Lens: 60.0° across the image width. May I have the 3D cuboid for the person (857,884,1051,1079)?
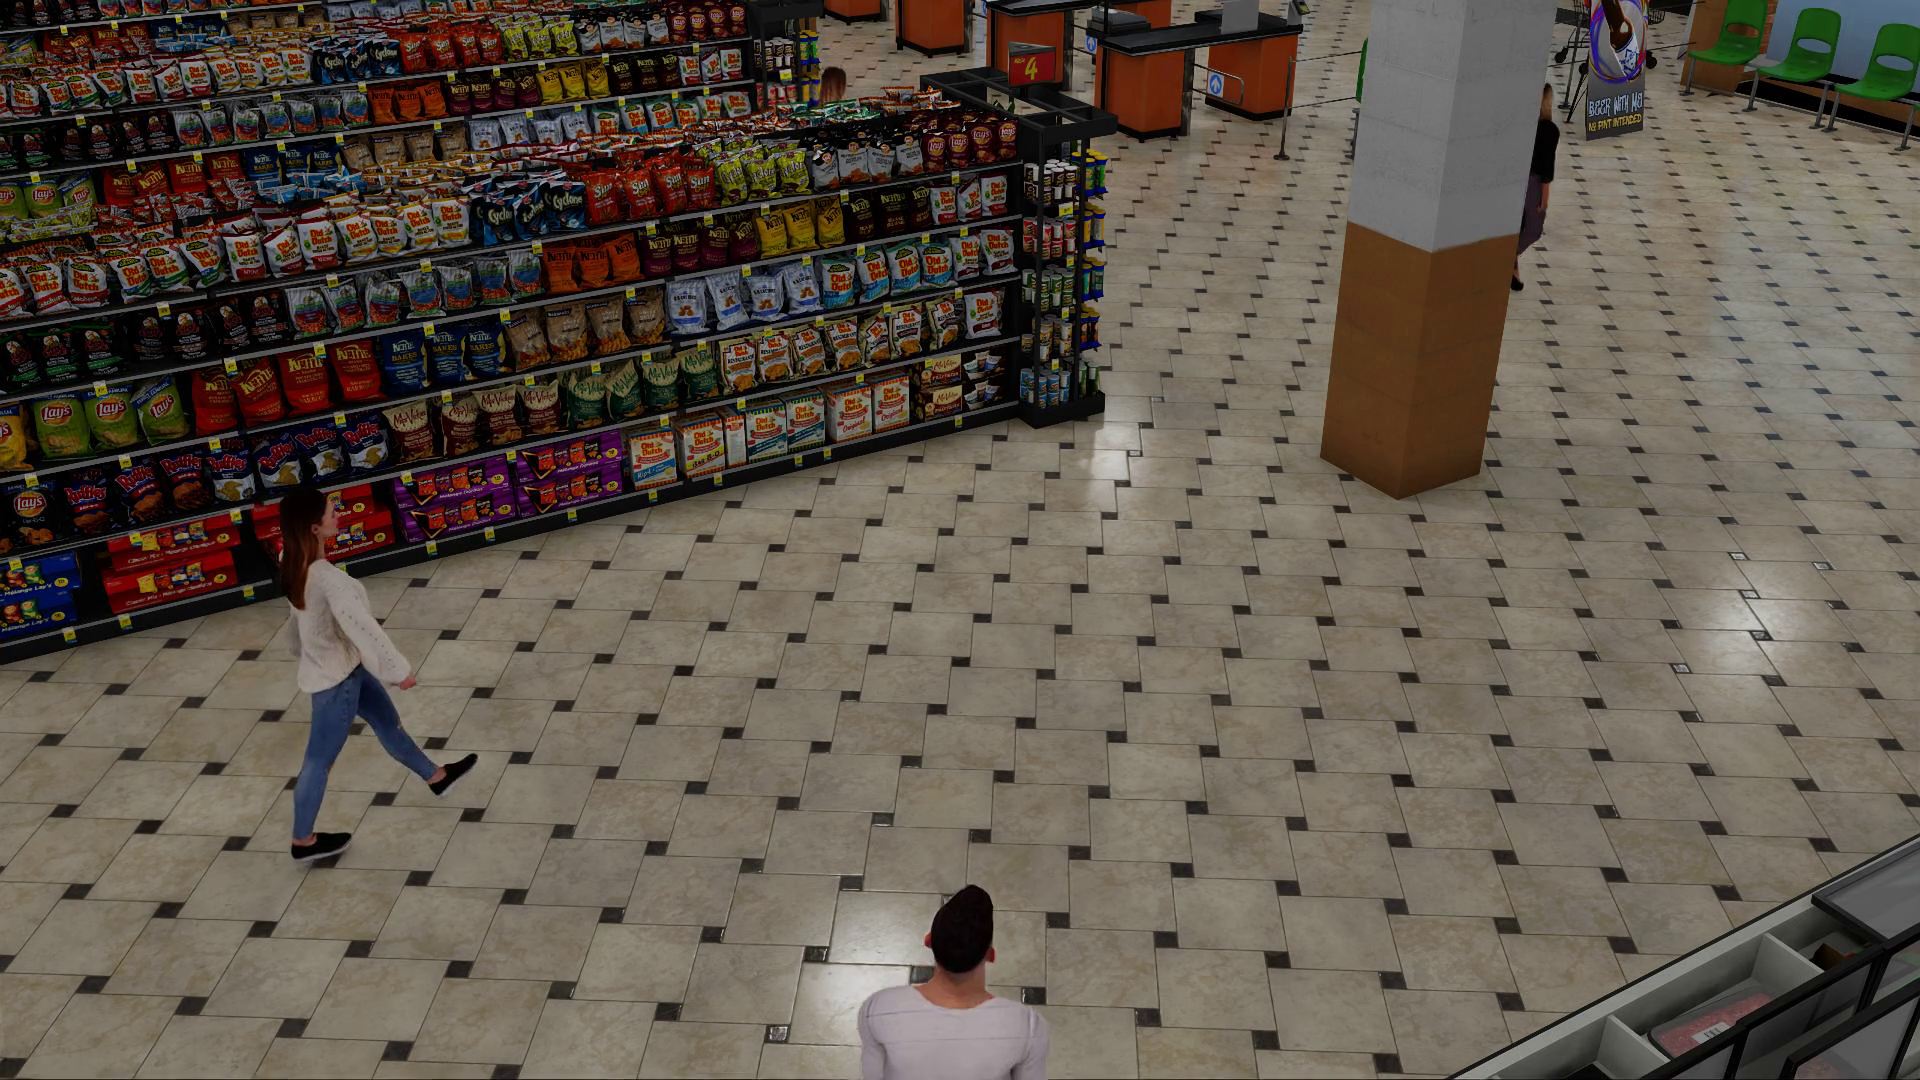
[{"bbox_3d":[-0.032,1.730,4.526,0.799,1.828,0.872,5,29,9],"label":"person"}]

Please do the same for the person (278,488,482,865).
[{"bbox_3d":[-2.614,0.613,6.766,1.105,1.642,0.680,-19,34,-31],"label":"person"}]

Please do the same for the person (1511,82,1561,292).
[{"bbox_3d":[4.277,-2.640,12.711,0.868,1.655,0.647,-20,34,-32],"label":"person"}]
